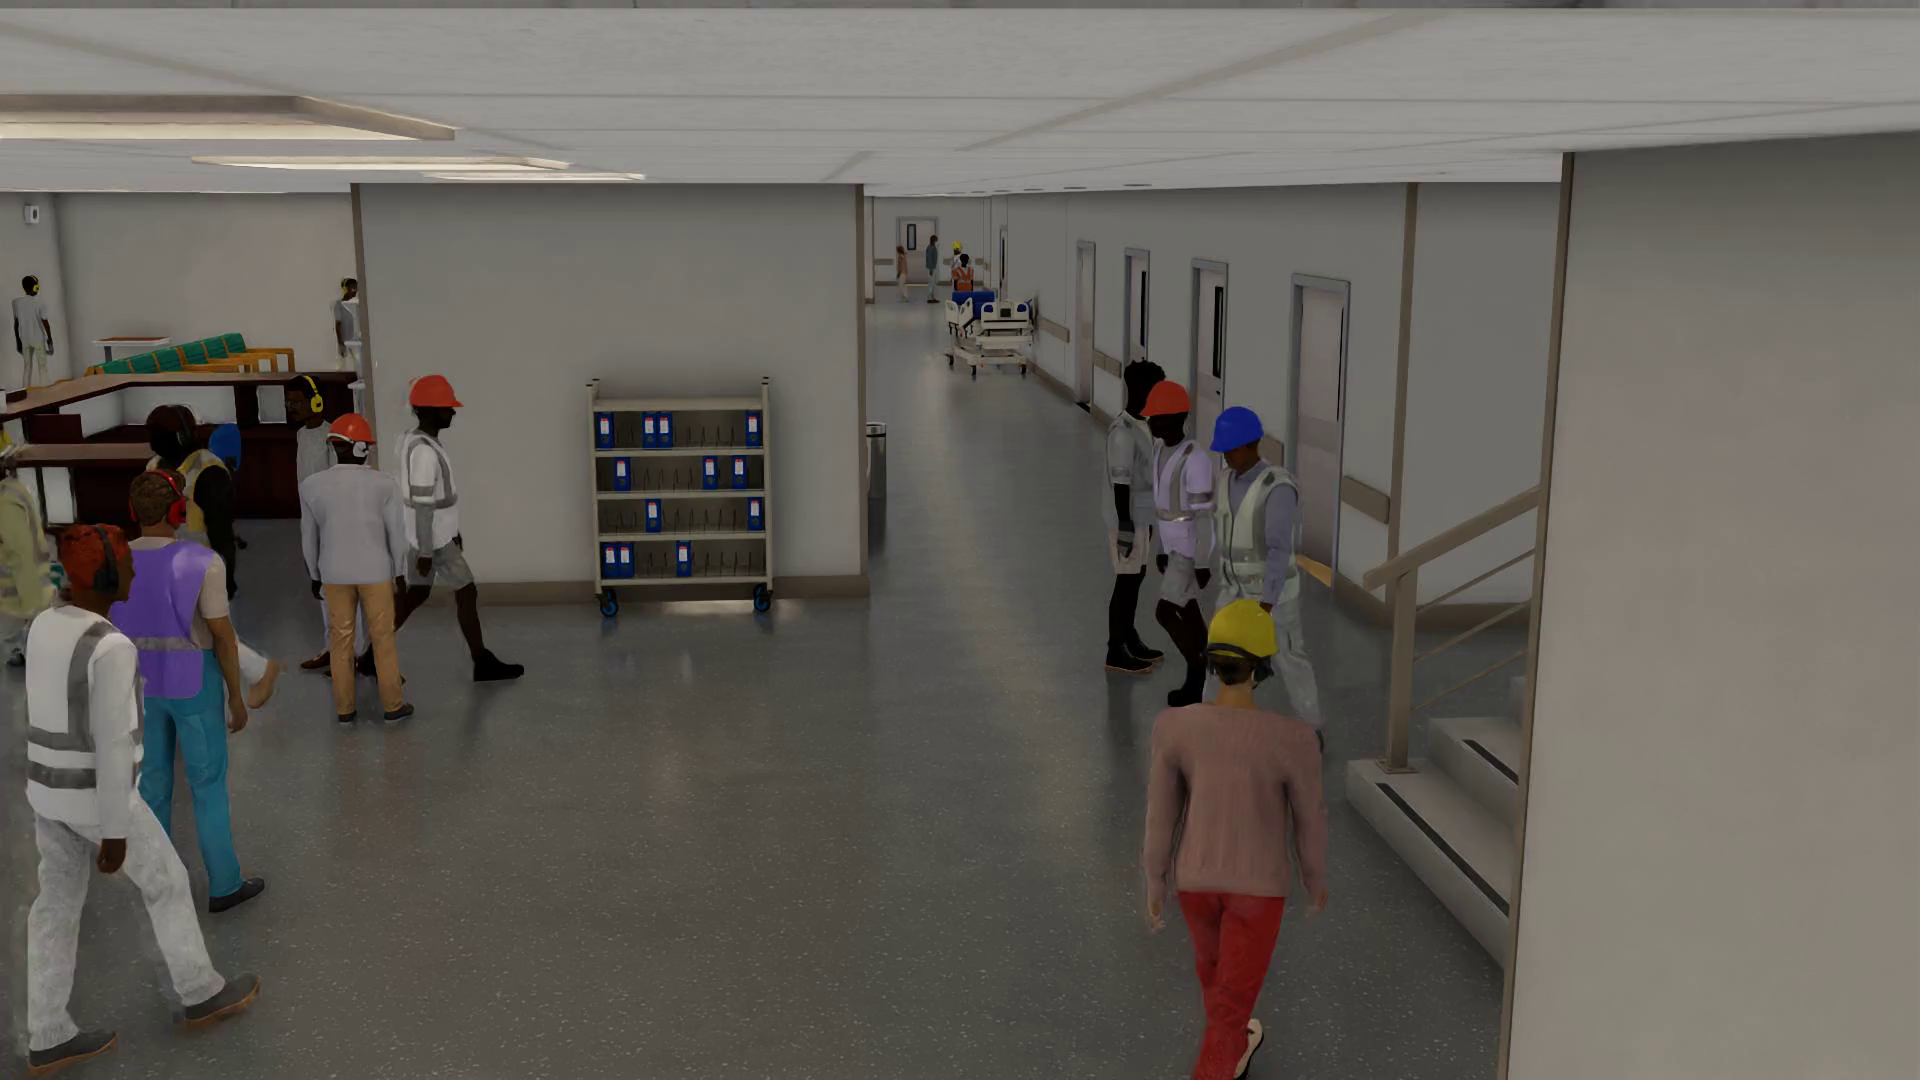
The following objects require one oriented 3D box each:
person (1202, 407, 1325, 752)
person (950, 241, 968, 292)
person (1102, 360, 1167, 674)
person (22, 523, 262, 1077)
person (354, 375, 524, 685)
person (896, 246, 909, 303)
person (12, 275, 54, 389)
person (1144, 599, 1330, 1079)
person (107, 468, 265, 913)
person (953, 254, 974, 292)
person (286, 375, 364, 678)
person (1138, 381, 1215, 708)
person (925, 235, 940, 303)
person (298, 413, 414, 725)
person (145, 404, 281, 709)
[{"bbox_3d":[1.528,0.251,8.539,0.943,1.891,0.632,-8,14,-33],"label":"person"},{"bbox_3d":[-0.042,-6.973,43.983,0.403,1.823,0.601,-11,16,-43],"label":"person"},{"bbox_3d":[1.076,-0.142,10.286,0.388,1.951,0.616,4,12,17],"label":"person"},{"bbox_3d":[-2.861,0.851,5.691,0.601,1.843,0.877,7,13,30],"label":"person"},{"bbox_3d":[-3.198,-0.044,9.949,0.959,1.902,0.559,-5,13,-22],"label":"person"},{"bbox_3d":[-1.636,-7.612,47.663,0.467,1.600,0.698,2,12,10],"label":"person"},{"bbox_3d":[-13.037,-2.782,23.414,0.523,1.862,0.328,0,12,0],"label":"person"},{"bbox_3d":[0.853,1.030,5.110,0.525,1.717,0.920,7,13,30],"label":"person"},{"bbox_3d":[-3.204,0.630,6.770,0.563,1.844,0.389,1,12,3],"label":"person"},{"bbox_3d":[0.084,-5.710,38.115,0.532,1.695,0.319,-6,13,-27],"label":"person"},{"bbox_3d":[-3.915,-0.087,10.240,0.511,1.861,0.324,9,15,39],"label":"person"},{"bbox_3d":[1.266,0.038,9.534,0.561,1.903,0.552,-3,12,-12],"label":"person"},{"bbox_3d":[-0.789,-7.687,47.216,0.373,1.929,0.636,2,12,9],"label":"person"},{"bbox_3d":[-3.355,0.166,9.273,0.563,1.744,0.347,-1,12,-4],"label":"person"},{"bbox_3d":[-4.187,0.147,9.175,0.626,1.831,0.568,9,14,36],"label":"person"}]
